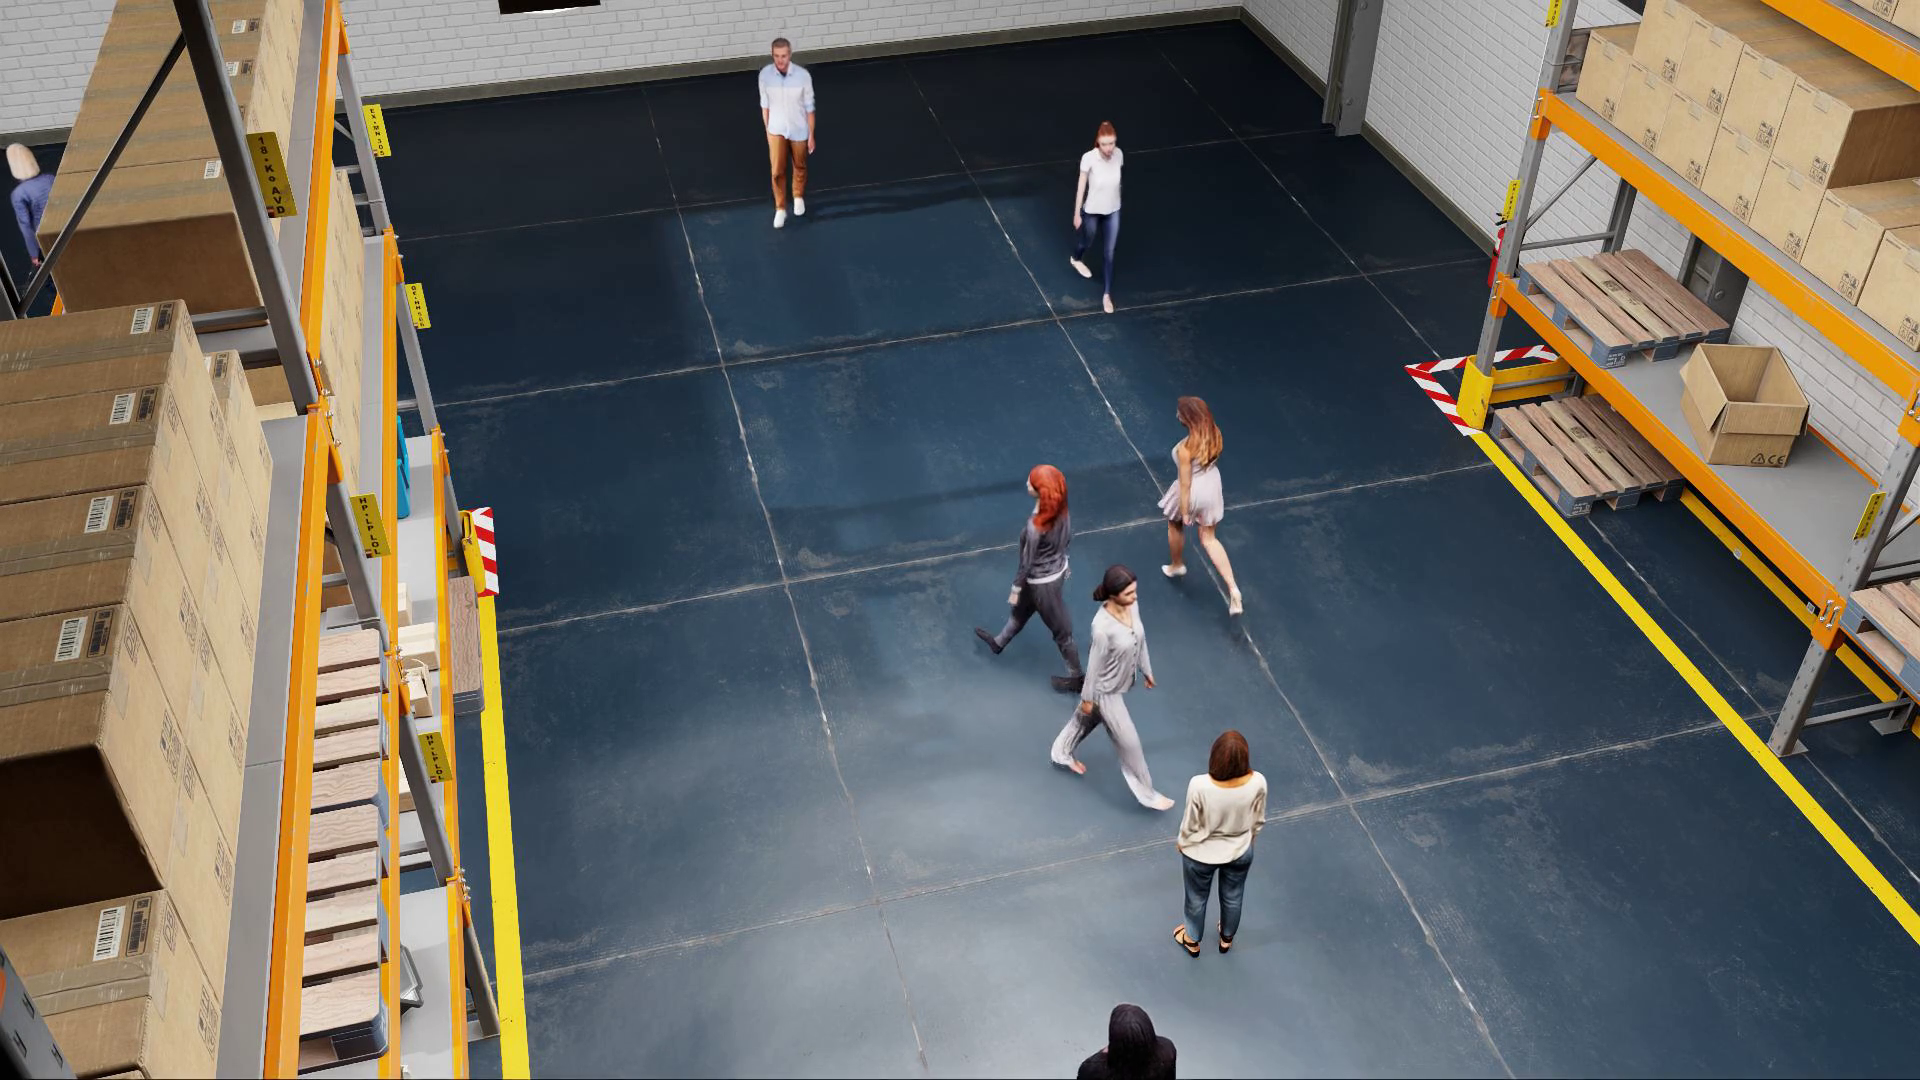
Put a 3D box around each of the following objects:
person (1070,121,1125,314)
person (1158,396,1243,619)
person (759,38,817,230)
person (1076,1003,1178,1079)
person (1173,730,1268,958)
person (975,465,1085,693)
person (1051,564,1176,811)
[{"bbox_3d":[1.208,-2.925,14.690,0.624,1.692,1.098,-13,40,-15],"label":"person"},{"bbox_3d":[1.660,-0.199,11.257,0.831,1.715,1.159,-22,43,-25],"label":"person"},{"bbox_3d":[-1.628,-3.959,15.896,0.801,1.802,0.917,-2,39,-2],"label":"person"},{"bbox_3d":[0.768,2.739,7.596,0.688,1.694,0.994,-12,40,-15],"label":"person"},{"bbox_3d":[1.396,1.651,8.968,0.639,1.682,0.577,-4,39,-5],"label":"person"},{"bbox_3d":[0.630,0.295,10.622,1.108,1.736,1.083,18,42,21],"label":"person"},{"bbox_3d":[0.823,0.832,9.958,1.147,1.725,1.068,21,43,25],"label":"person"}]
